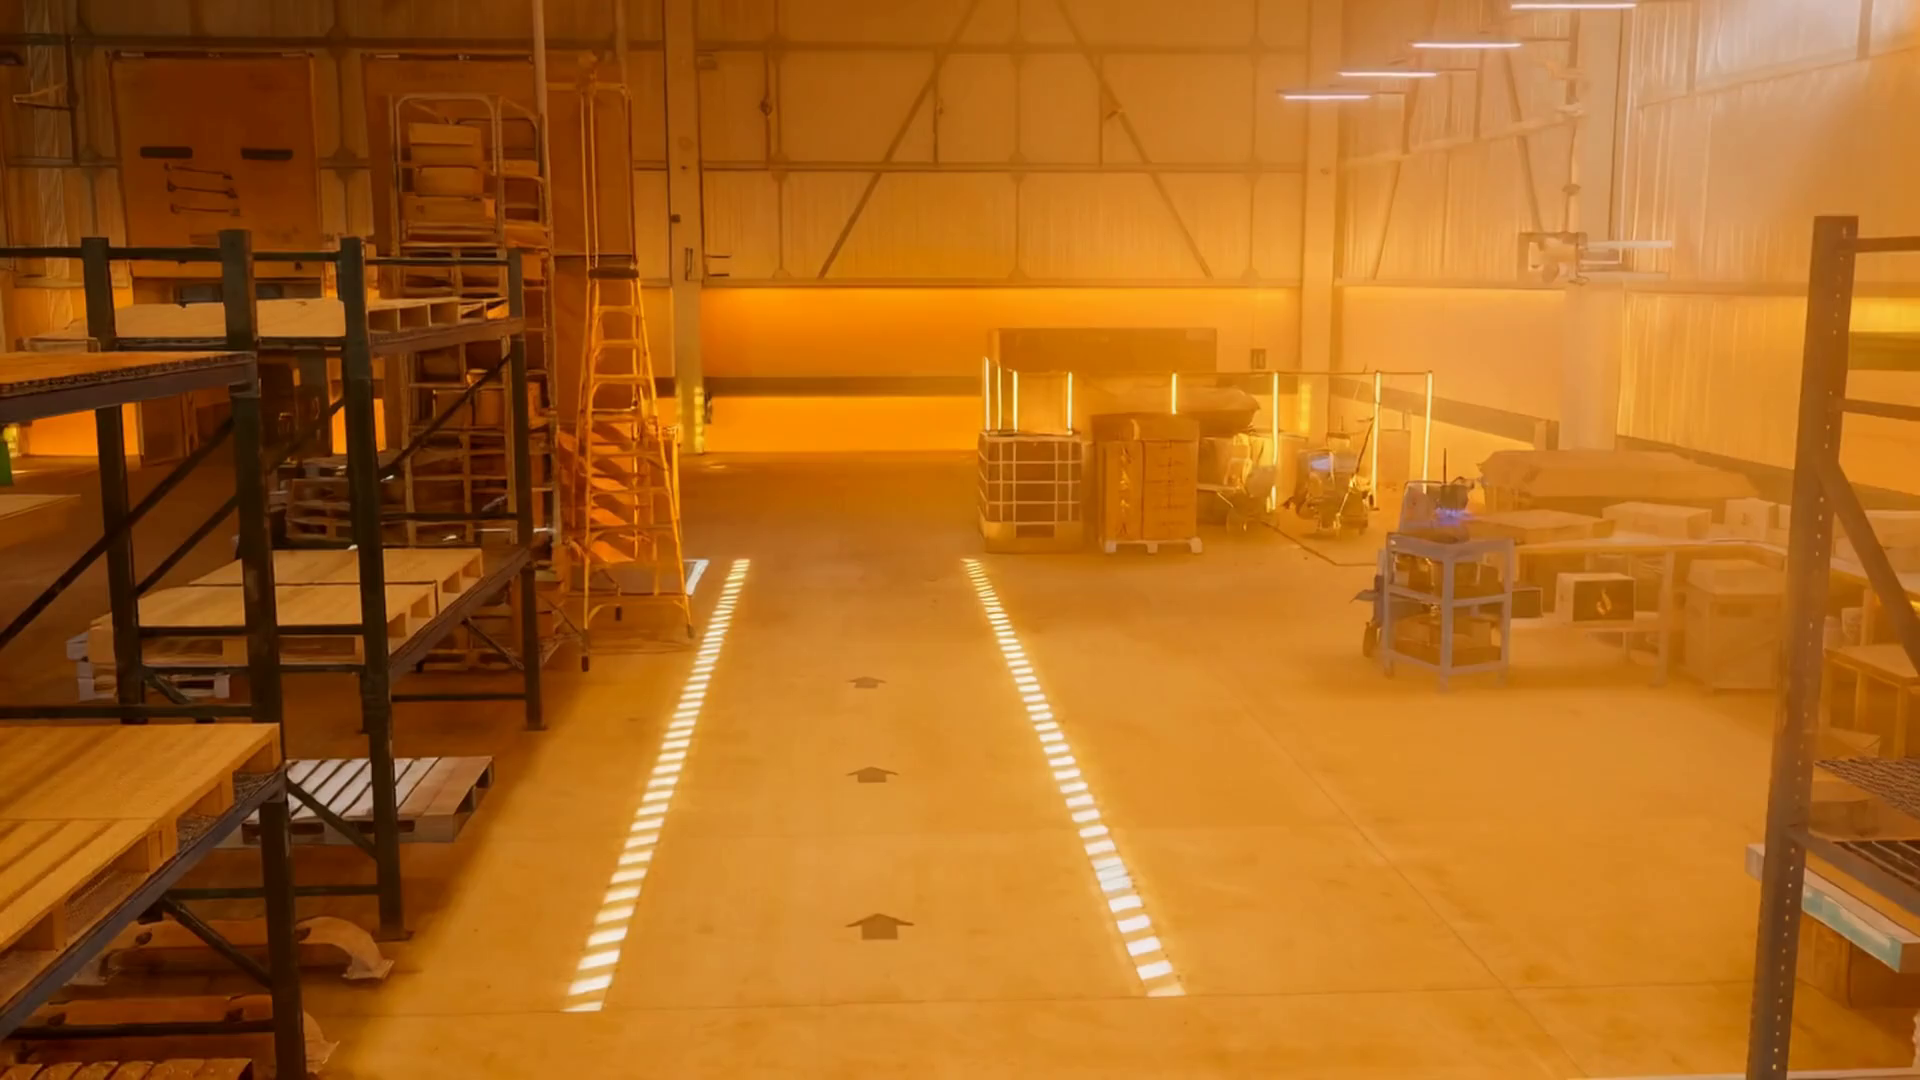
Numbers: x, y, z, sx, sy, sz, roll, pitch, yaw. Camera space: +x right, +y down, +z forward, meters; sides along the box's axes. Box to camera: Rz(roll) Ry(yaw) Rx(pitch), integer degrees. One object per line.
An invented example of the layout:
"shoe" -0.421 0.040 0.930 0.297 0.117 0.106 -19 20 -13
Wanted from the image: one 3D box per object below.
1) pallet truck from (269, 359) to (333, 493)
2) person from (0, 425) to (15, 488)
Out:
"pallet truck" -7.062 -1.131 18.996 1.885 1.965 0.823 2 9 13
"person" -13.141 -1.670 22.604 0.389 1.930 0.544 -8 12 -42
